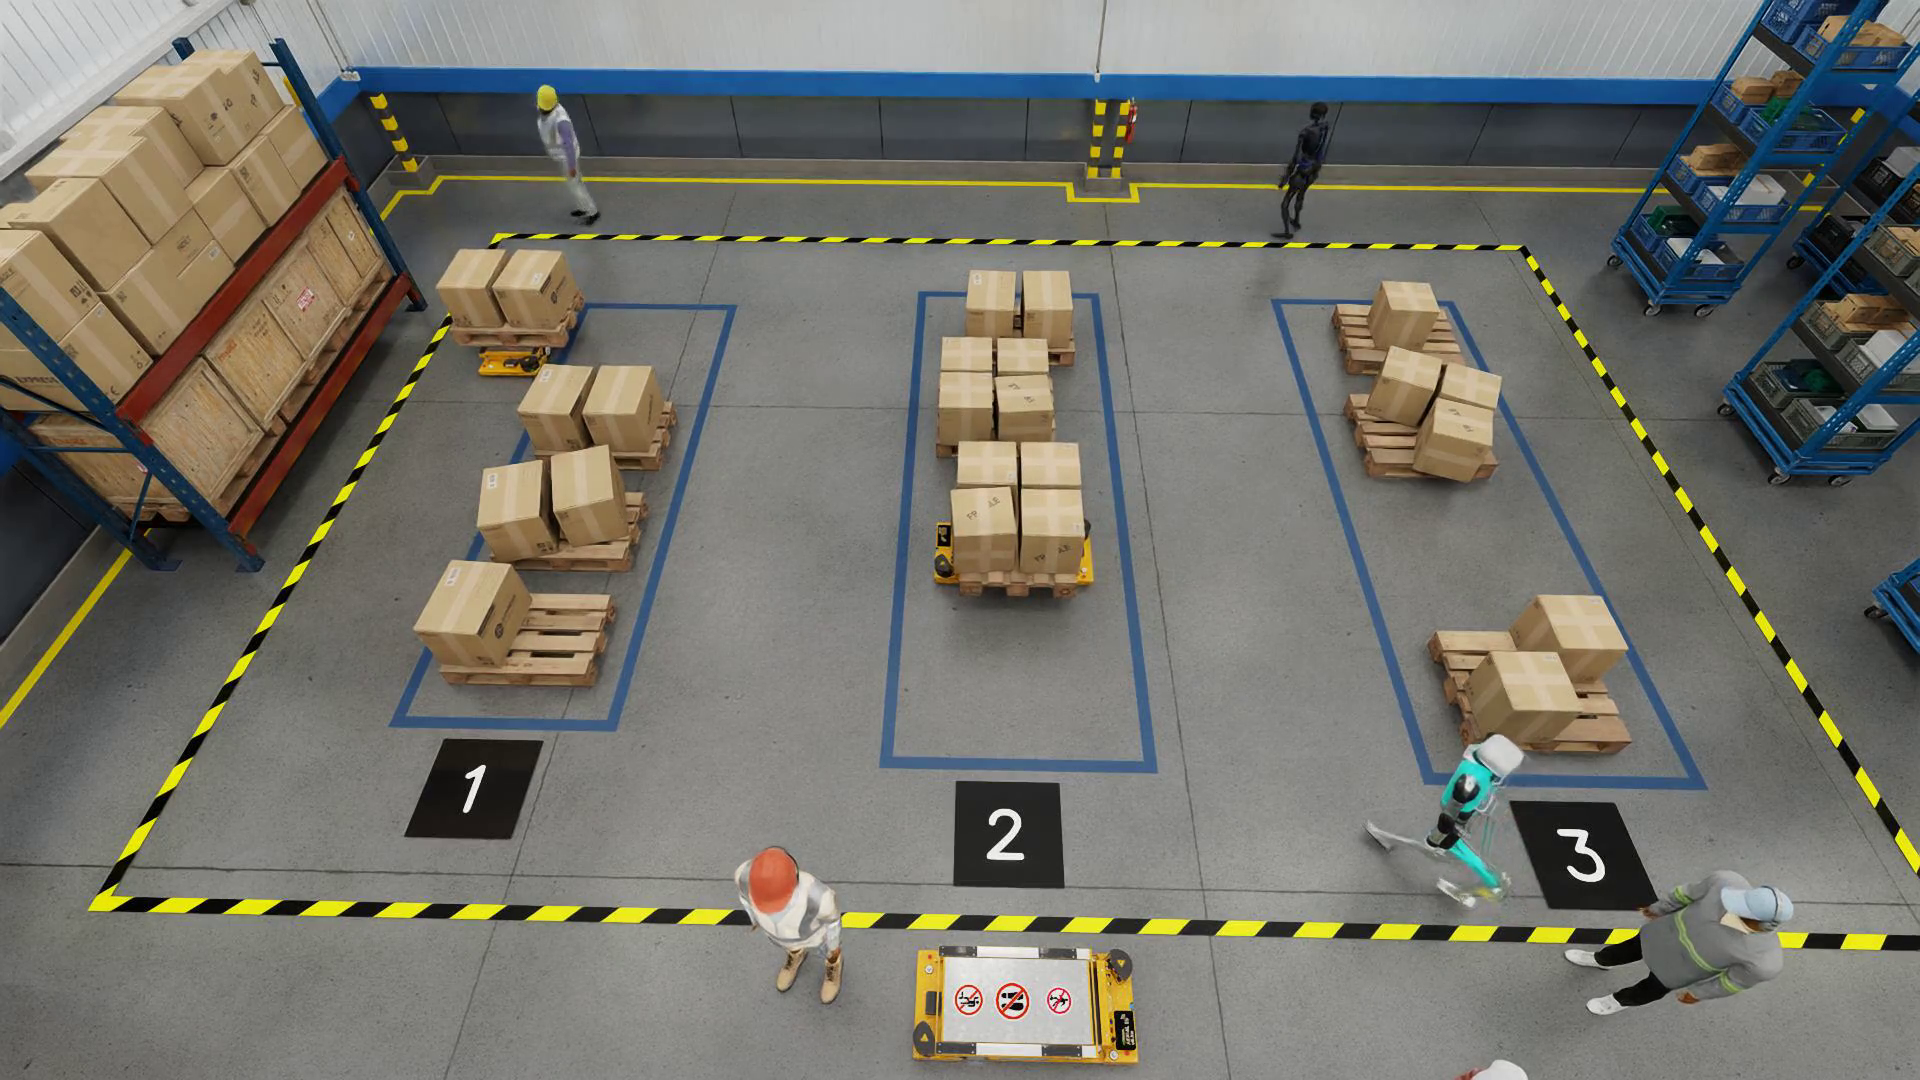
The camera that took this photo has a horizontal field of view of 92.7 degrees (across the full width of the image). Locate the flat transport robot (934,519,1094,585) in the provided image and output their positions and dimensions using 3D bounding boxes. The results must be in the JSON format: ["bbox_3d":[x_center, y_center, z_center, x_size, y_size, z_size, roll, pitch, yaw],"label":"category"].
[{"bbox_3d":[0.490,0.087,8.397,1.431,0.197,0.652,1,51,1],"label":"flat transport robot"}]

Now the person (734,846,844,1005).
[{"bbox_3d":[-0.989,2.309,5.458,0.611,2.047,0.361,12,52,10],"label":"person"}]

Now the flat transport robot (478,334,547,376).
[{"bbox_3d":[-4.926,-2.406,10.429,0.652,0.197,1.431,1,51,1],"label":"flat transport robot"}]

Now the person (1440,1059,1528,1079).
[{"bbox_3d":[2.612,3.155,4.859,0.394,1.911,0.580,26,56,20],"label":"person"}]

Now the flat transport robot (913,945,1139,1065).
[{"bbox_3d":[0.422,3.041,6.007,1.431,0.231,0.659,1,51,1],"label":"flat transport robot"}]

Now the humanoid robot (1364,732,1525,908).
[{"bbox_3d":[3.377,1.922,5.996,1.040,1.753,0.542,36,59,26],"label":"humanoid robot"}]

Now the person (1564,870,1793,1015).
[{"bbox_3d":[4.294,2.440,5.479,0.406,1.846,0.588,1,51,1],"label":"person"}]

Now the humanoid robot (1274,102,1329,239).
[{"bbox_3d":[4.248,-4.538,11.275,0.586,1.636,0.396,-32,57,-23],"label":"humanoid robot"}]

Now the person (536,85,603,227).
[{"bbox_3d":[-4.937,-4.811,11.440,0.406,1.780,0.634,-28,56,-21],"label":"person"}]
